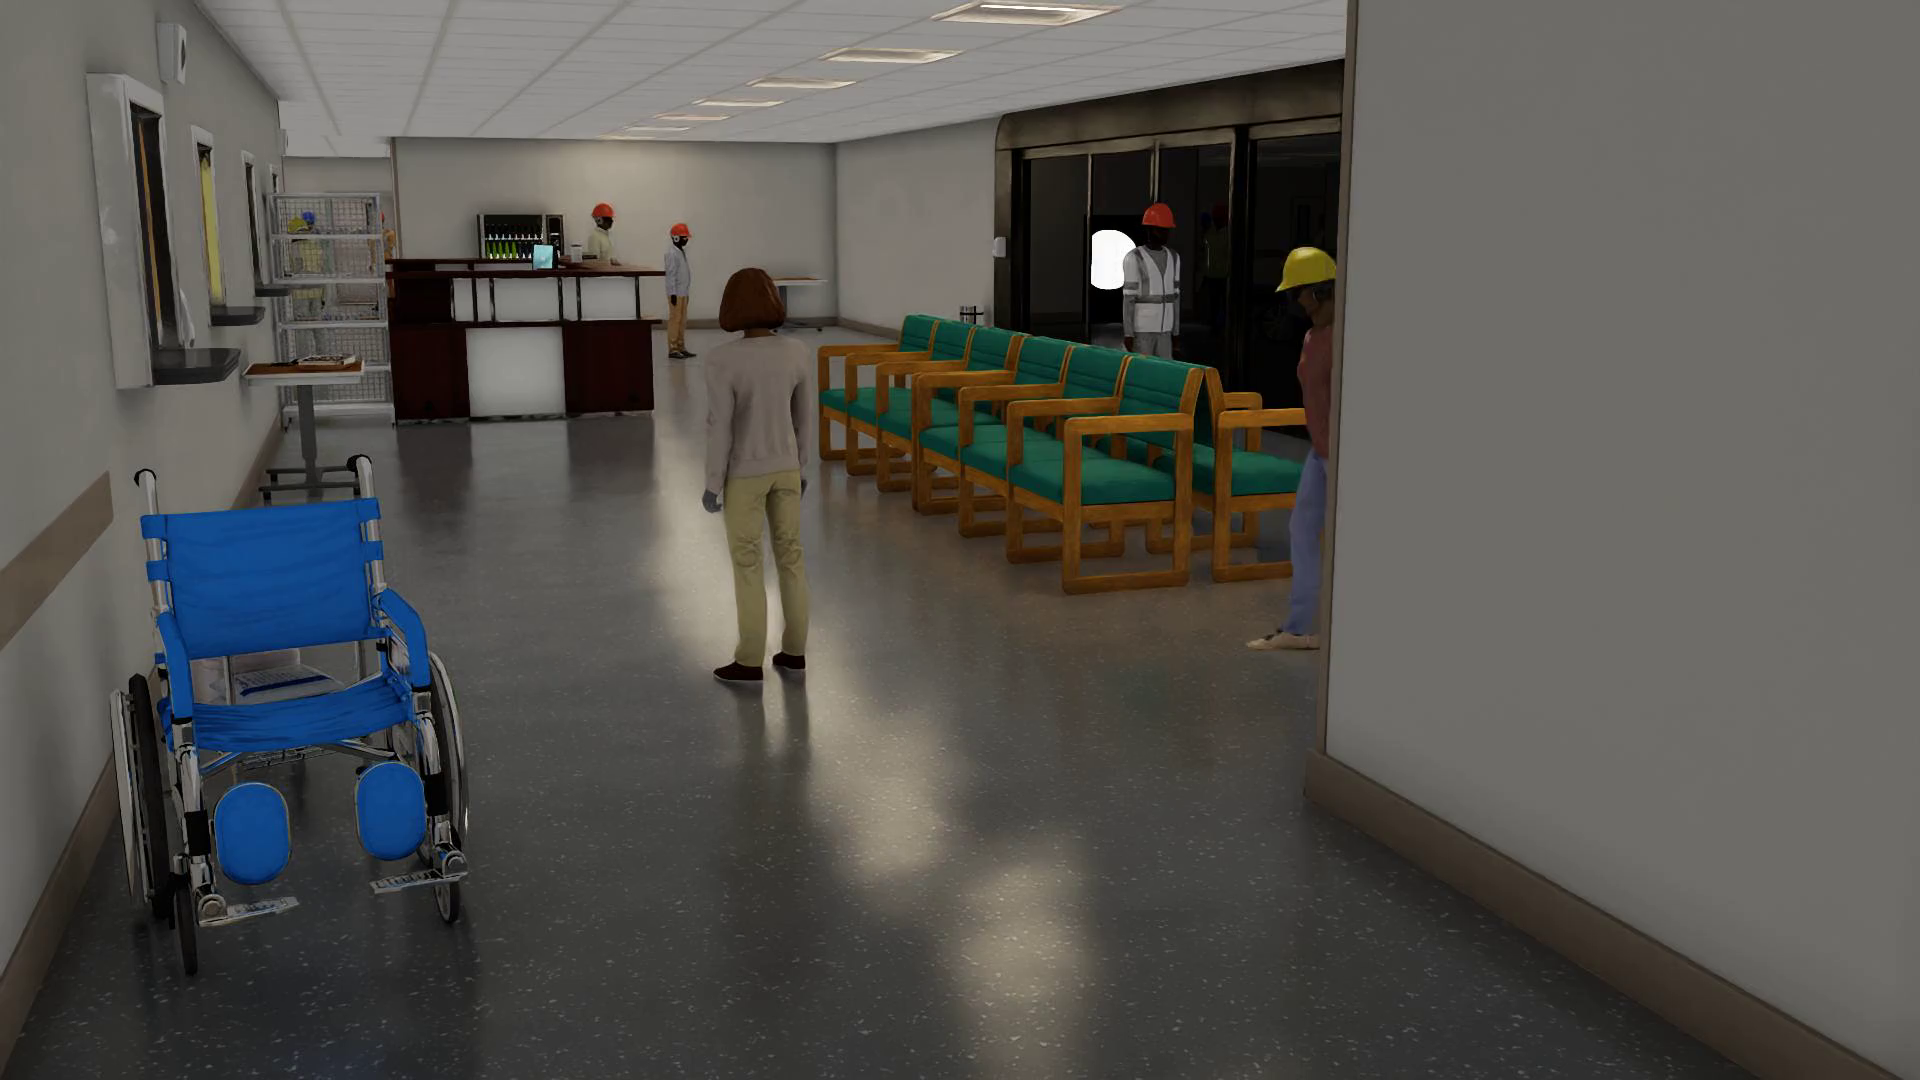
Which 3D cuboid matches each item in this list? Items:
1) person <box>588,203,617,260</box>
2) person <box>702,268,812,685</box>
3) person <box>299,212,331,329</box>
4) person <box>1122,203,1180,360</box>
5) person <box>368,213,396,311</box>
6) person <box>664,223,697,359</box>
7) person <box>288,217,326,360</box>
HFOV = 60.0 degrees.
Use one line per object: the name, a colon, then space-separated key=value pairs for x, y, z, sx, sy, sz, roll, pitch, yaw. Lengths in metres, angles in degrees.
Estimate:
person: x=-4.530 y=-3.279 z=21.188 sx=0.395 sy=1.994 sz=0.613 roll=1 pitch=11 yaw=5
person: x=-0.793 y=-0.246 z=6.552 sx=0.499 sy=1.634 sz=0.288 roll=-10 pitch=15 yaw=-43
person: x=-10.567 y=-4.397 z=27.171 sx=0.618 sy=1.906 sz=0.986 roll=1 pitch=11 yaw=5
person: x=1.541 y=-1.698 z=13.248 sx=0.546 sy=1.930 sz=0.388 roll=-7 pitch=13 yaw=-31
person: x=-11.145 y=-5.362 z=32.032 sx=0.547 sy=1.932 sz=0.378 roll=2 pitch=11 yaw=10
person: x=-3.619 y=-3.219 z=21.529 sx=0.350 sy=1.743 sz=0.564 roll=2 pitch=11 yaw=10
person: x=-7.795 y=-2.913 z=19.775 sx=0.408 sy=1.820 sz=0.598 roll=6 pitch=13 yaw=29
